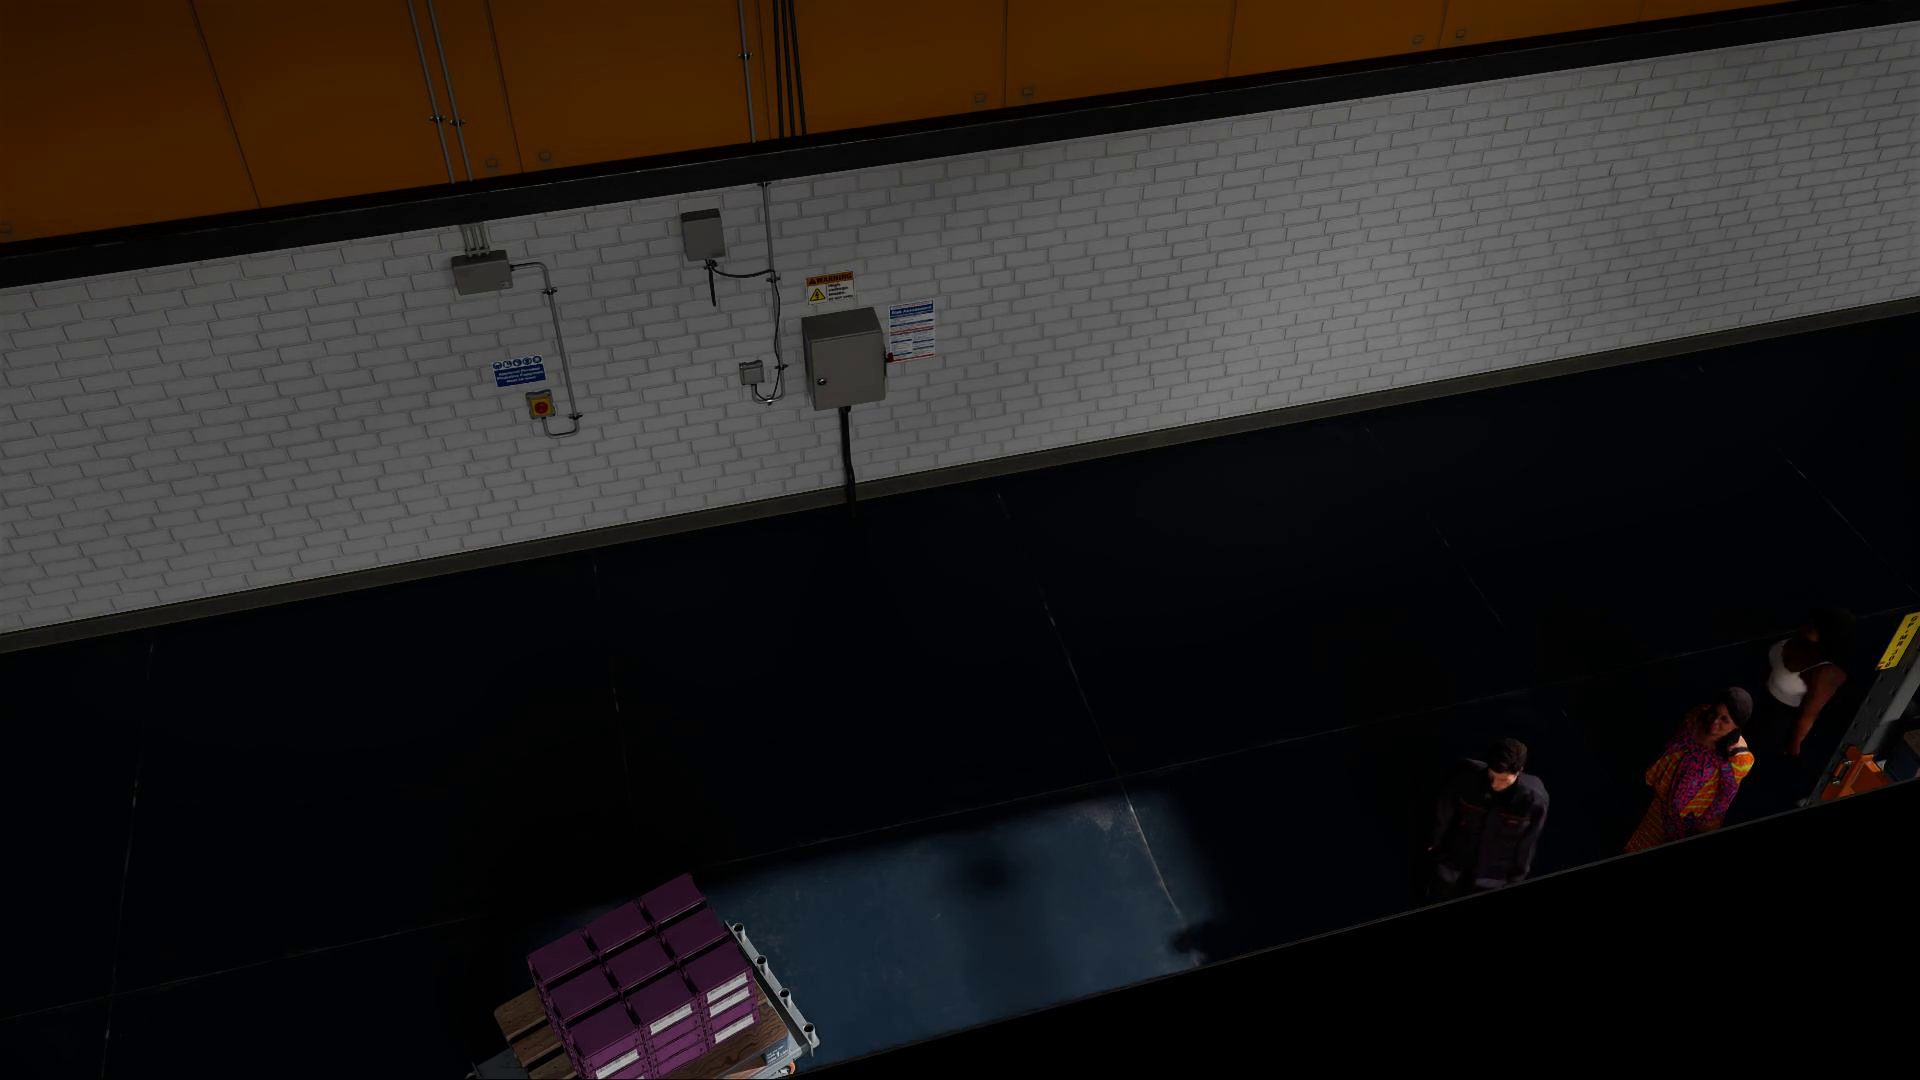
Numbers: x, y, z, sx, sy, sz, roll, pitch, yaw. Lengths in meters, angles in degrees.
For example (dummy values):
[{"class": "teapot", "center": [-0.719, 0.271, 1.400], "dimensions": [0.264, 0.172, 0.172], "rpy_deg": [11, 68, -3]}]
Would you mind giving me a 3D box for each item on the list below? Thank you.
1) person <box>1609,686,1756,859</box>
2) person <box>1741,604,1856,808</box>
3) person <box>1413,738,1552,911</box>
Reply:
[{"class": "person", "center": [4.113, 1.415, 9.383], "dimensions": [0.702, 1.681, 0.581], "rpy_deg": [-12, 45, -12]}, {"class": "person", "center": [4.927, 1.020, 9.729], "dimensions": [1.138, 1.776, 1.183], "rpy_deg": [14, 45, 14]}, {"class": "person", "center": [2.821, 1.608, 9.007], "dimensions": [0.878, 1.922, 0.927], "rpy_deg": [11, 45, 11]}]
